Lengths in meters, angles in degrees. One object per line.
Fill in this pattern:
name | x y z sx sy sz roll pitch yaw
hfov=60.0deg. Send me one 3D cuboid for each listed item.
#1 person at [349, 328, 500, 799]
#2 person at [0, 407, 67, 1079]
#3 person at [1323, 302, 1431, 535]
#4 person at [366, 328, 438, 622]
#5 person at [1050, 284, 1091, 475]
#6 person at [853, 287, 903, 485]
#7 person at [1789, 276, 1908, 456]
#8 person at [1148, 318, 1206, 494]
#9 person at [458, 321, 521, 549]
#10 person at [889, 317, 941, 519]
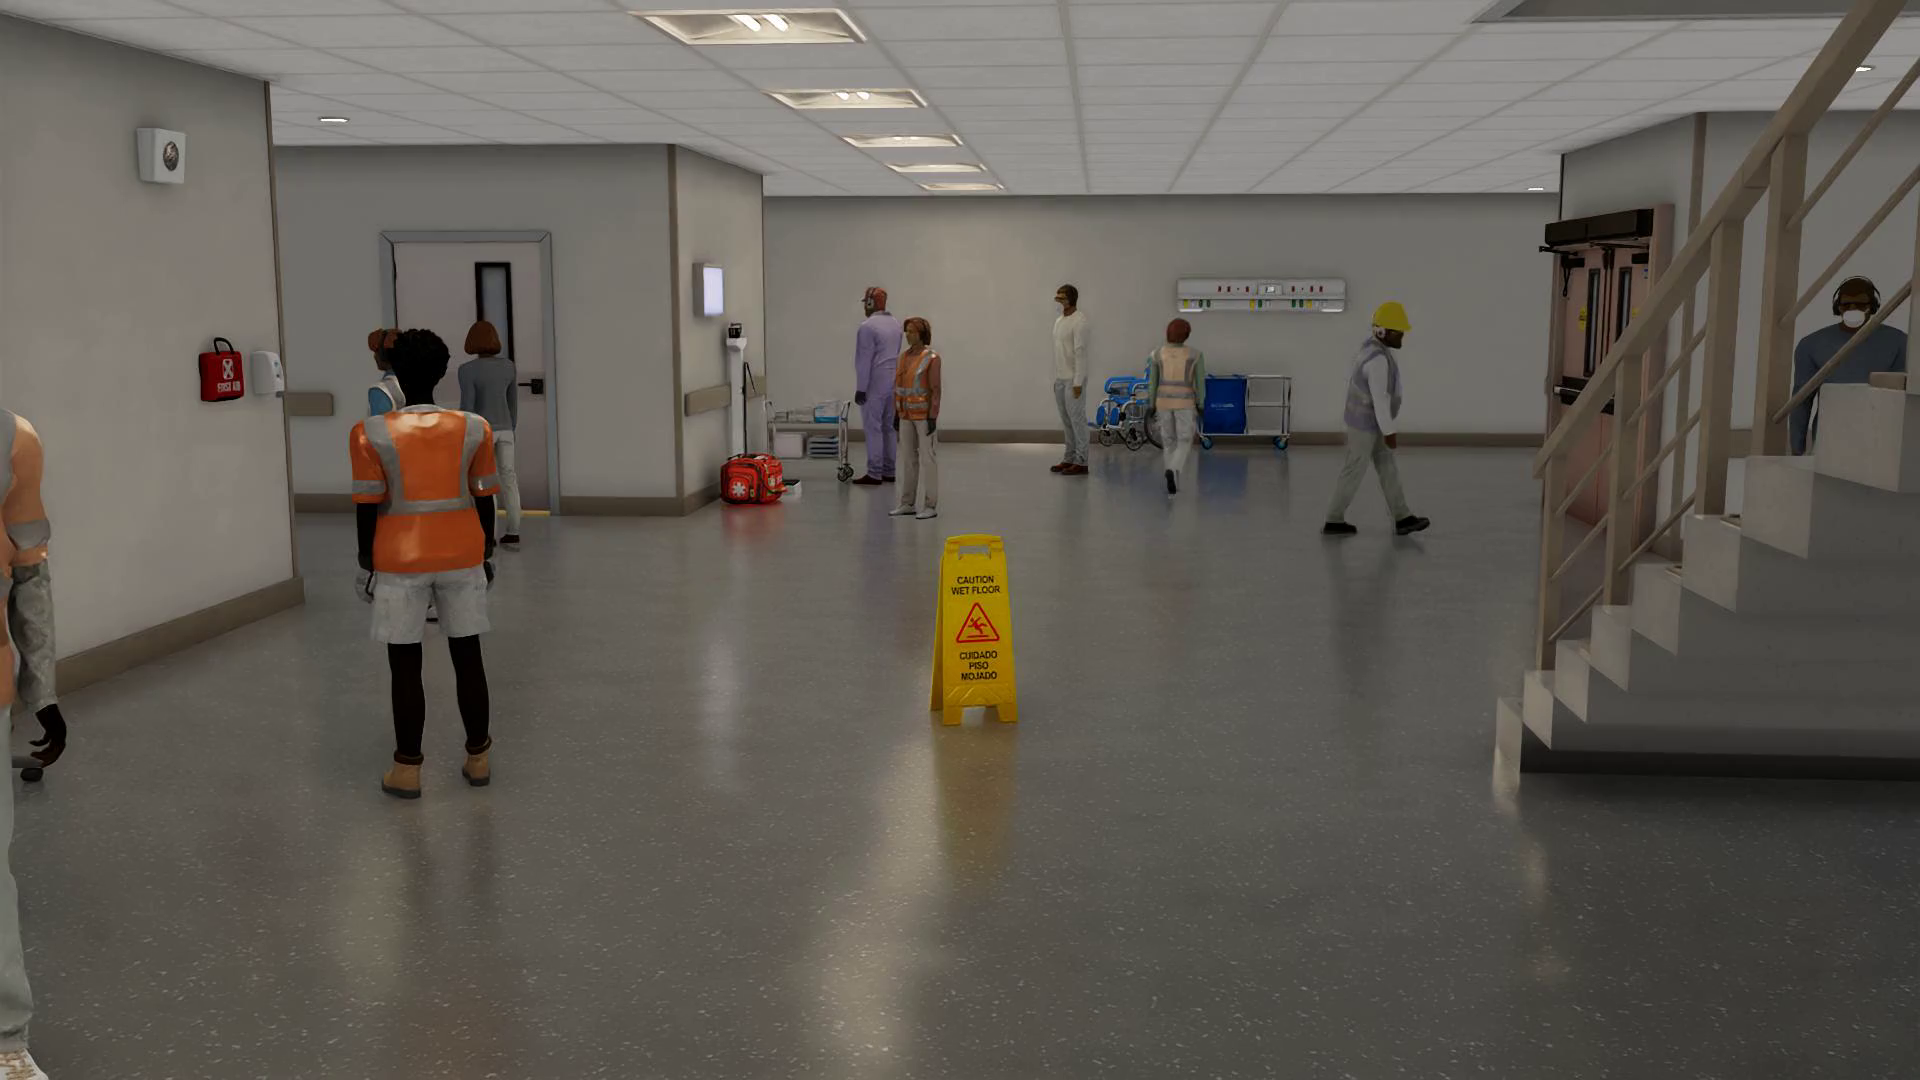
person | -1.933 0.086 6.042 0.541 1.696 0.315 -6 10 -34
person | -2.258 0.333 3.585 0.594 1.924 0.373 -7 11 -39
person | 3.130 -0.889 12.450 0.791 1.768 0.633 3 9 21
person | -3.041 -0.328 9.052 0.310 1.638 0.523 1 8 10
person | 1.119 -1.622 16.877 0.372 1.932 0.628 -3 9 -19
person | -0.811 -1.484 16.052 0.400 1.902 0.646 4 9 28
person | 5.121 -0.547 9.593 0.636 1.927 0.386 4 9 27
person | 1.941 -1.194 15.030 0.521 1.619 0.654 3 9 21
person | -3.378 -0.748 11.922 0.285 1.634 0.499 6 10 36
person | -0.352 -0.995 13.576 0.512 1.644 0.307 8 12 44
